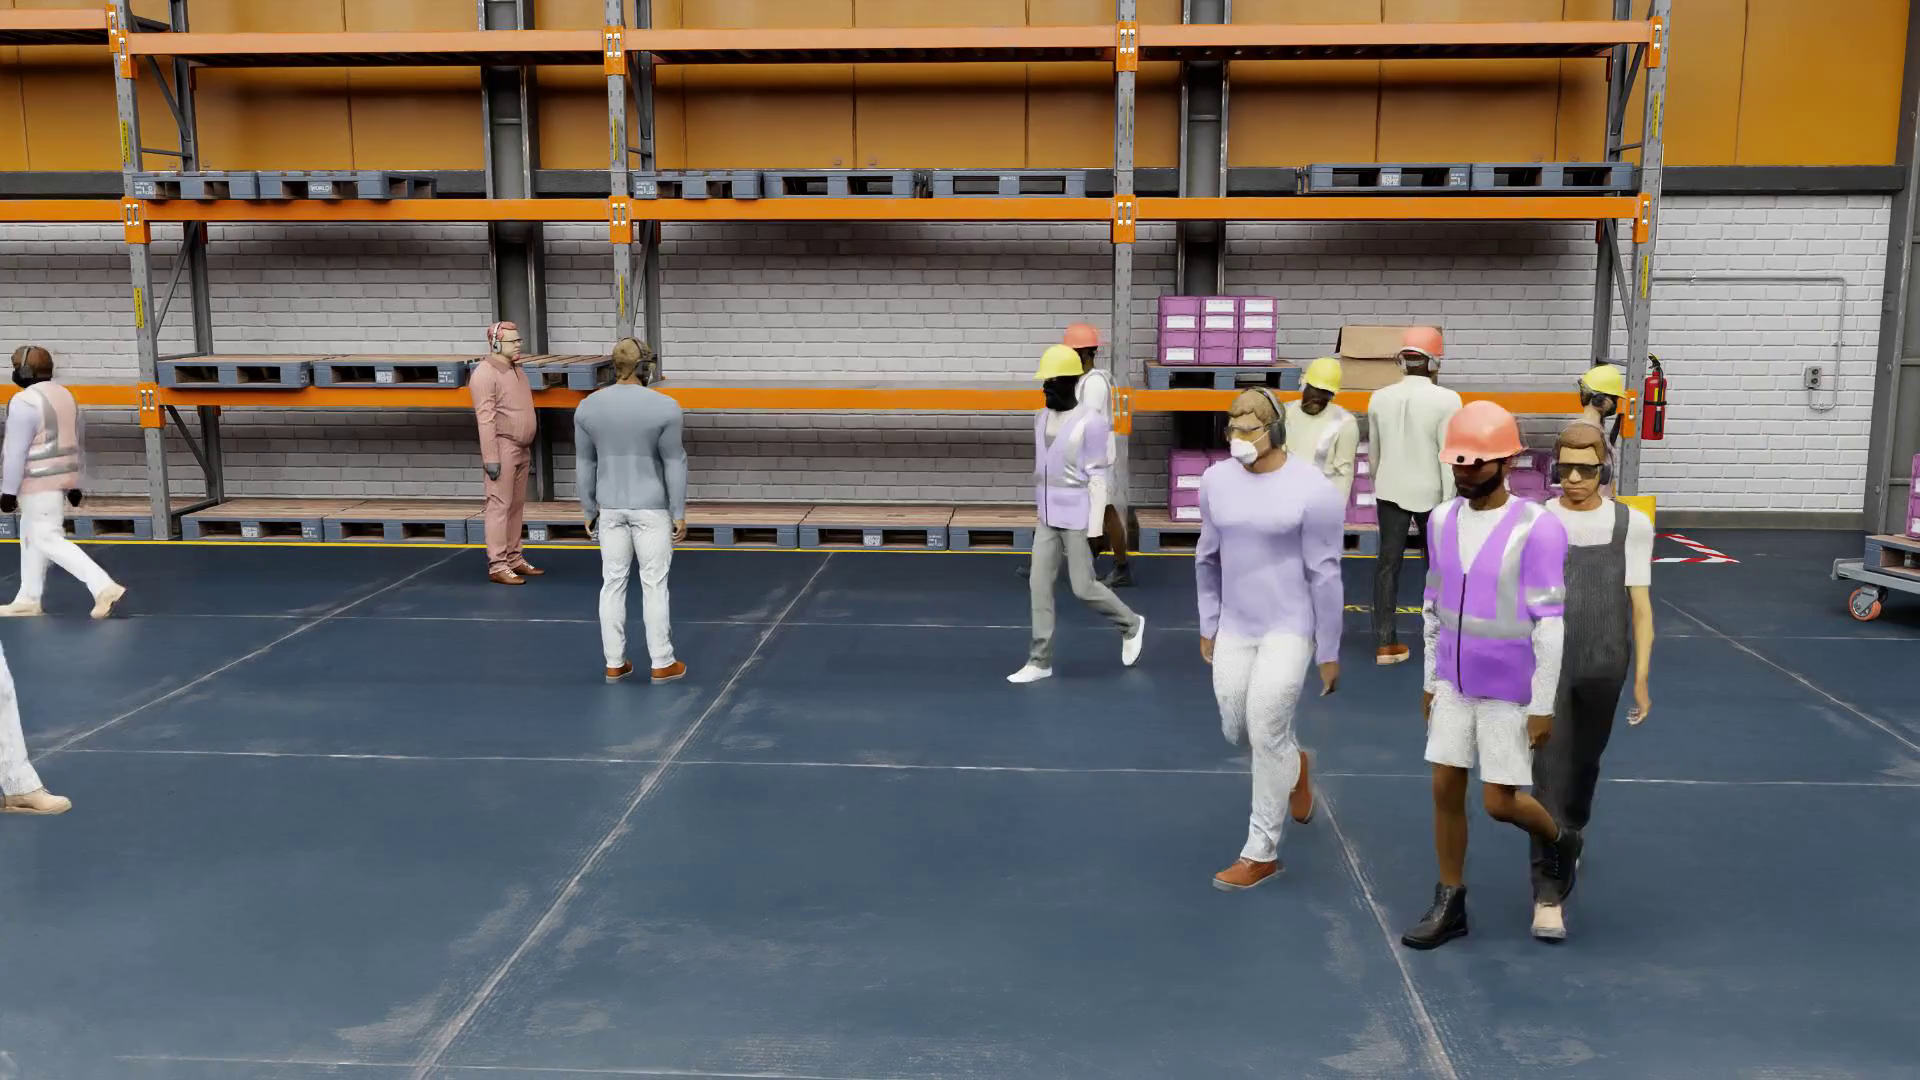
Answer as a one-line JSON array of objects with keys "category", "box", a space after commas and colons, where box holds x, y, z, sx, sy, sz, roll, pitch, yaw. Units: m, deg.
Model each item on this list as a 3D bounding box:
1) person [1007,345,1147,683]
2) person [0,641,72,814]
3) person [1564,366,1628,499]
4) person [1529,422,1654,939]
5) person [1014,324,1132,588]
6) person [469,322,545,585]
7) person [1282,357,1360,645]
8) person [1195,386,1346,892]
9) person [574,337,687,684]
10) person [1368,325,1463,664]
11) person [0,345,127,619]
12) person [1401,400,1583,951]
[{"category": "person", "box": [0.664, -0.153, 9.367, 0.828, 1.900, 0.590, -7, 12, -35]}, {"category": "person", "box": [-4.336, 0.313, 6.927, 0.933, 1.806, 0.642, 0, 10, -1]}, {"category": "person", "box": [3.620, -0.118, 9.559, 0.327, 1.761, 0.524, 1, 10, 7]}, {"category": "person", "box": [2.248, 0.457, 6.104, 0.507, 1.799, 0.988, 2, 10, 14]}, {"category": "person", "box": [0.819, -0.580, 11.870, 0.932, 1.896, 0.568, -1, 10, -8]}, {"category": "person", "box": [-3.295, -0.637, 12.166, 0.408, 1.908, 0.644, 1, 10, 9]}, {"category": "person", "box": [2.117, -0.224, 10.100, 0.453, 1.796, 0.633, -8, 13, -39]}, {"category": "person", "box": [1.231, 0.343, 6.441, 0.656, 1.909, 0.785, 9, 13, 44]}, {"category": "person", "box": [-1.817, -0.156, 9.260, 0.630, 1.936, 0.366, 2, 10, 11]}, {"category": "person", "box": [2.738, -0.275, 9.843, 0.629, 1.961, 0.917, 9, 13, 41]}, {"category": "person", "box": [-5.939, -0.365, 10.867, 0.862, 1.812, 0.629, -1, 10, -6]}, {"category": "person", "box": [1.858, 0.464, 5.702, 0.680, 1.910, 0.561, -6, 12, -33]}]
